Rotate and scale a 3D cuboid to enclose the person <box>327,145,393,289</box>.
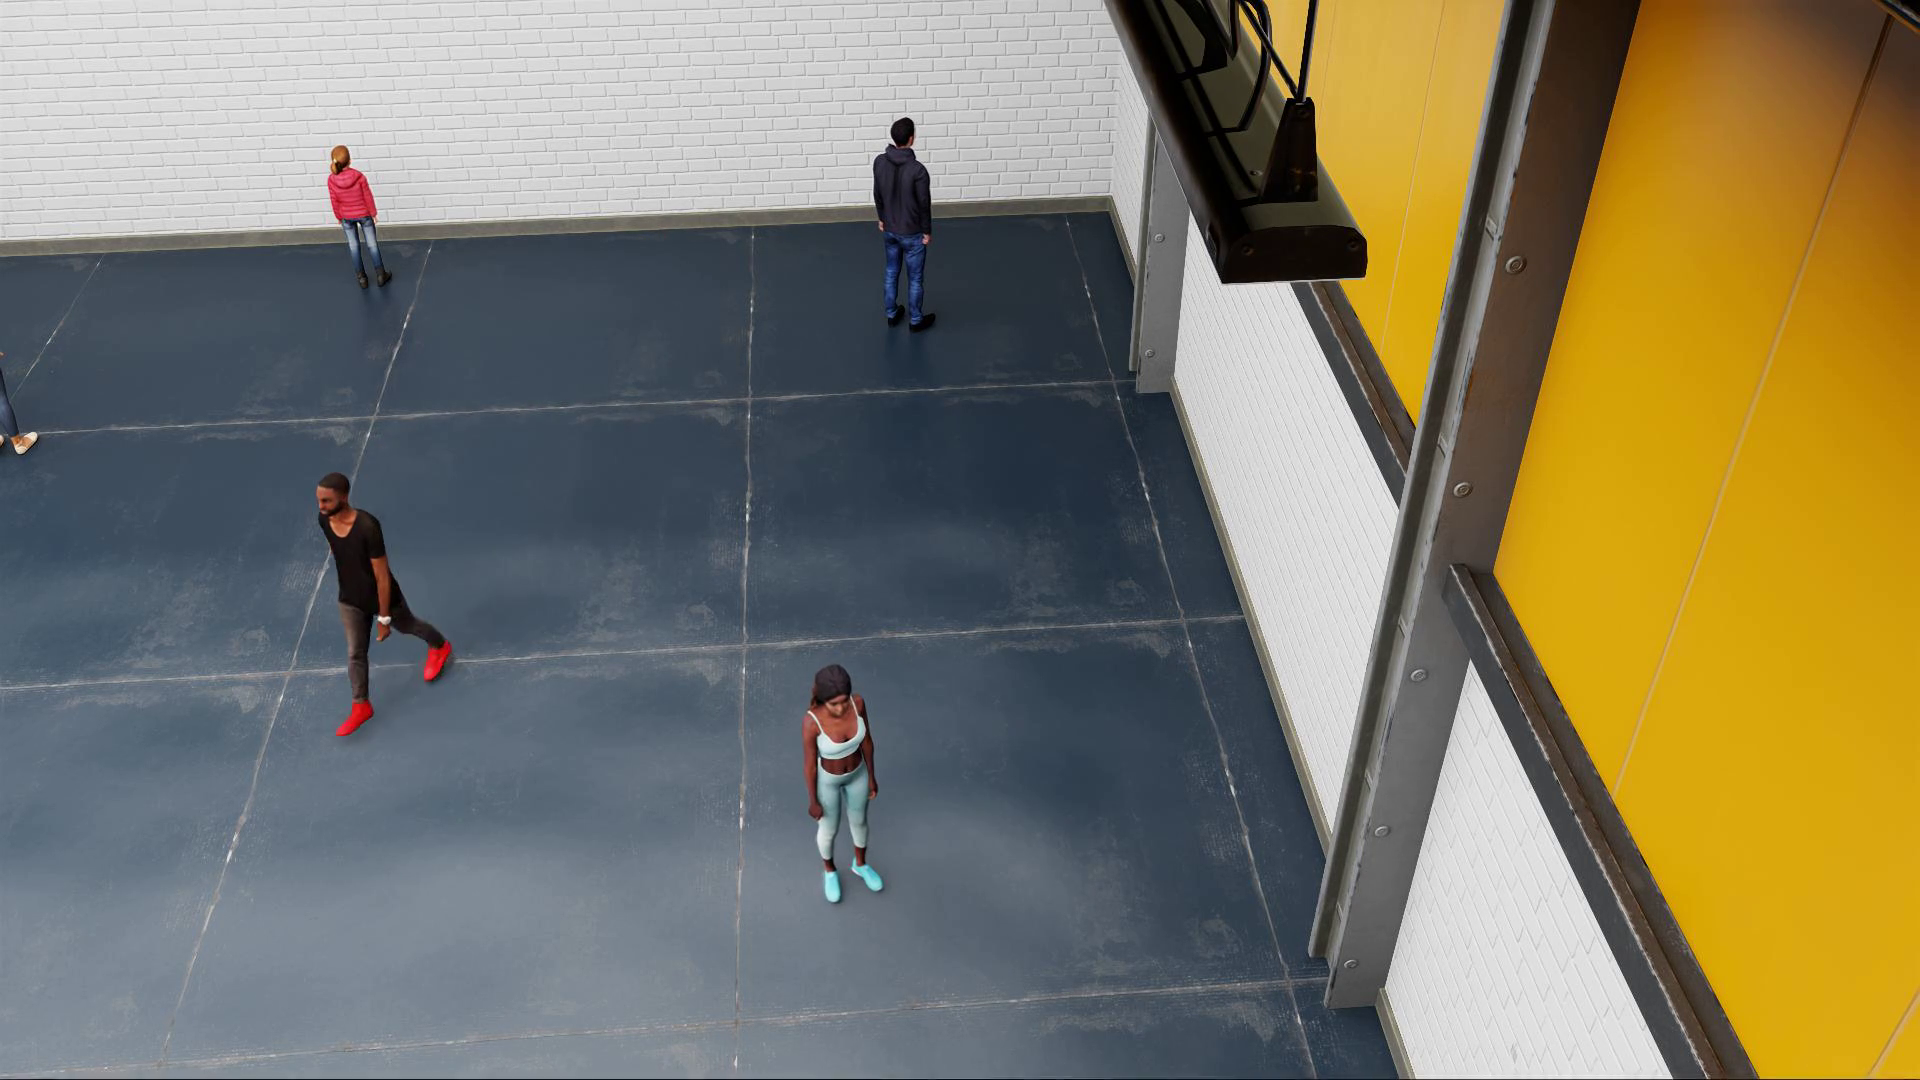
[{"bbox_3d":[-5.309,-2.841,14.616,0.511,1.317,0.495,-5,39,-6],"label":"person"}]

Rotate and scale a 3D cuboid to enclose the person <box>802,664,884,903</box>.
[{"bbox_3d":[-0.658,1.310,9.093,0.648,1.723,0.662,-20,43,-23],"label":"person"}]

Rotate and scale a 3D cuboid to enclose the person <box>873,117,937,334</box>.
[{"bbox_3d":[-0.474,-2.611,13.866,0.761,1.894,0.772,19,42,22],"label":"person"}]

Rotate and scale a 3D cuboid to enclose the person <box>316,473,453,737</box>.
[{"bbox_3d":[-3.578,0.292,10.336,1.021,1.764,1.284,14,41,17],"label":"person"}]
